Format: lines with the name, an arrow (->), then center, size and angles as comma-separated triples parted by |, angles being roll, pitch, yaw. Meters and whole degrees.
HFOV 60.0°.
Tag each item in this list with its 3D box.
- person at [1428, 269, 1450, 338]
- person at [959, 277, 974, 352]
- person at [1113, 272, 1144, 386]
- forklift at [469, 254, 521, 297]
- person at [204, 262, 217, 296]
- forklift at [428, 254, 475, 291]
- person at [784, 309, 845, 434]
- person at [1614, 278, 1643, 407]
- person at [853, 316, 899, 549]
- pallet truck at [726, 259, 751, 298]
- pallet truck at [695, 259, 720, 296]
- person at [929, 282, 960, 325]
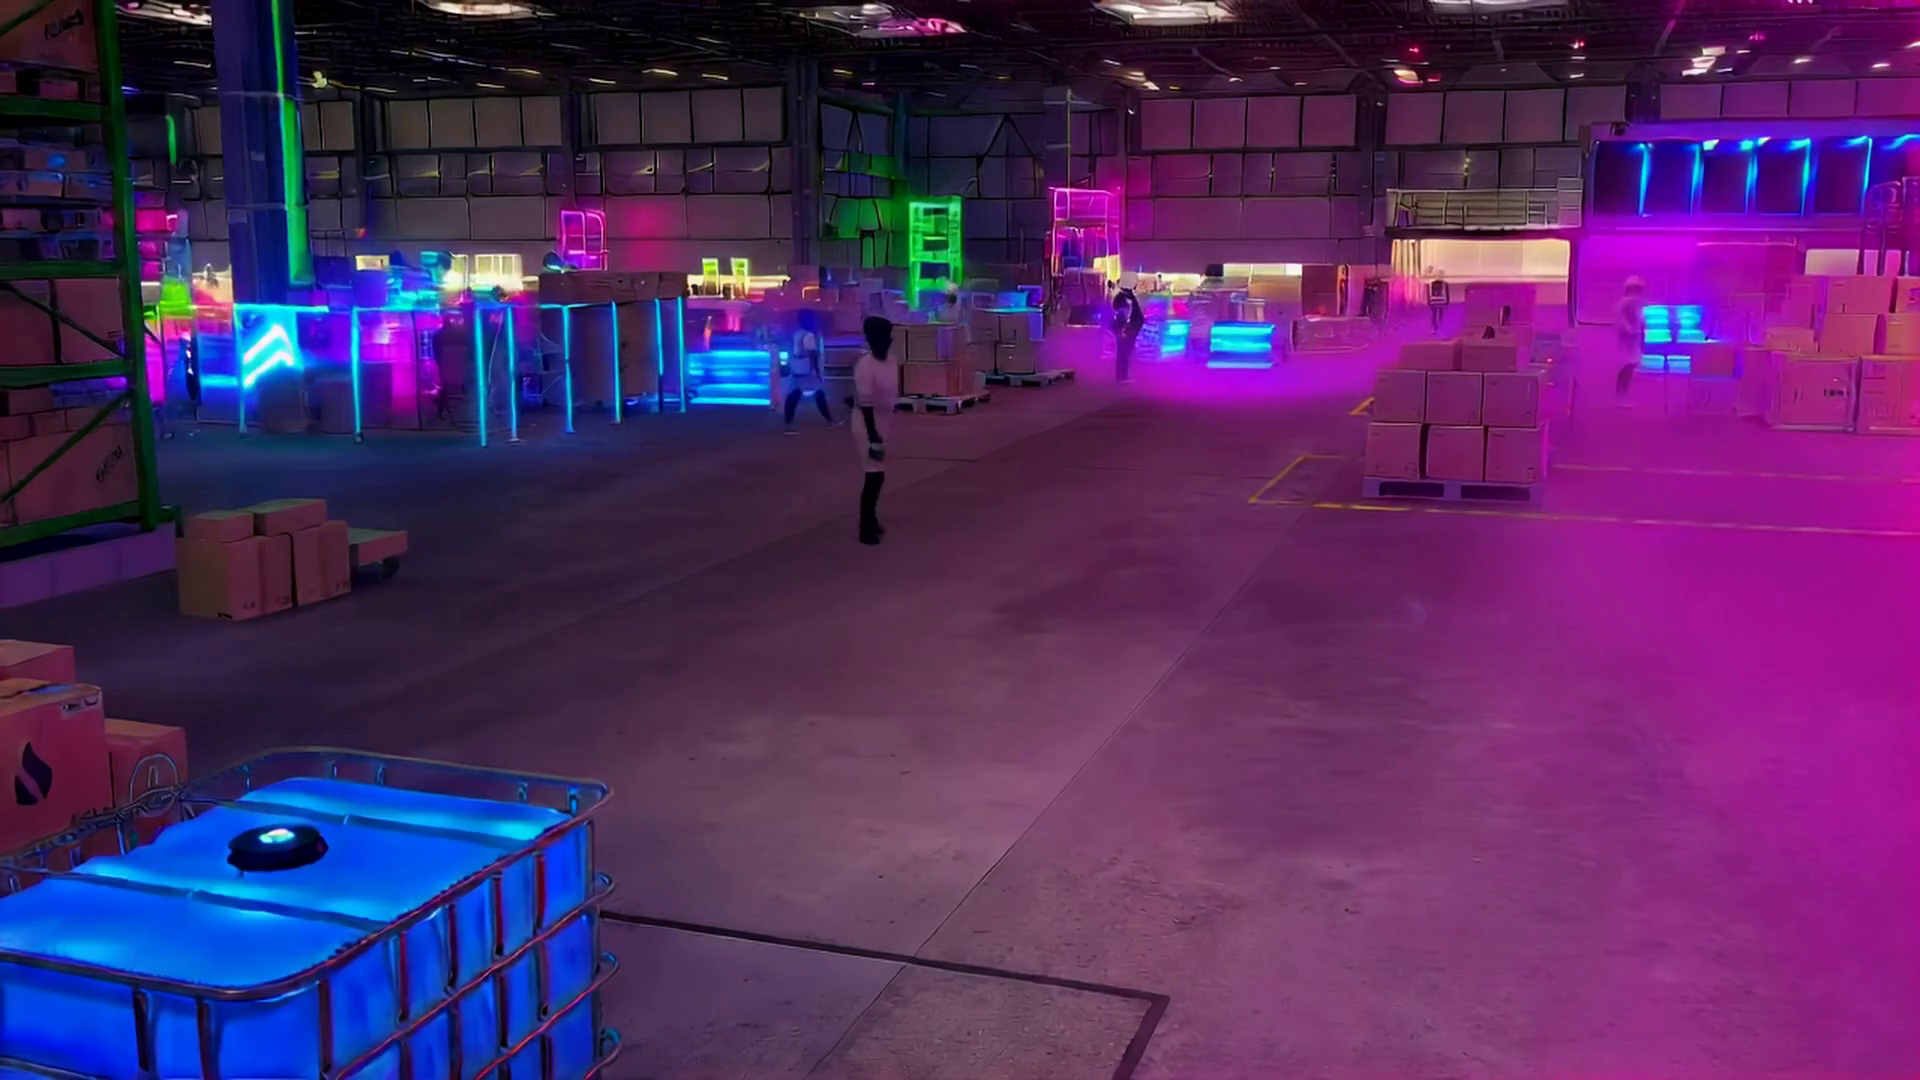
person -> 12.553, -6.171, 43.698 | 0.579, 1.868, 0.621 | 6, 12, 31
person -> 0.170, -5.240, 38.759 | 0.401, 1.743, 0.538 | -3, 10, -15
person -> 3.006, -3.766, 29.645 | 0.536, 2.000, 0.676 | 3, 11, 17
forklift -> -17.990, -10.121, 64.684 | 1.157, 1.987, 2.680 | 3, 11, 17
person -> -29.385, -9.980, 65.270 | 0.586, 1.824, 0.404 | 8, 13, 37
forklift -> -20.133, -10.254, 65.465 | 1.157, 1.987, 2.680 | 3, 11, 19
person -> -1.984, -2.241, 22.134 | 0.858, 1.642, 0.549 | -6, 12, -31
person -> 10.350, -3.038, 25.743 | 0.366, 1.996, 0.651 | 1, 10, 6
person -> -0.685, -0.905, 13.889 | 0.378, 1.931, 0.775 | 2, 10, 10
pallet truck -> -7.986, -9.493, 62.019 | 0.823, 1.965, 1.885 | 3, 11, 17
pallet truck -> -9.165, -9.627, 62.776 | 0.823, 1.965, 1.885 | 4, 11, 23
person -> -0.266, -3.445, 28.357 | 0.566, 1.877, 0.840 | -3, 11, -18
